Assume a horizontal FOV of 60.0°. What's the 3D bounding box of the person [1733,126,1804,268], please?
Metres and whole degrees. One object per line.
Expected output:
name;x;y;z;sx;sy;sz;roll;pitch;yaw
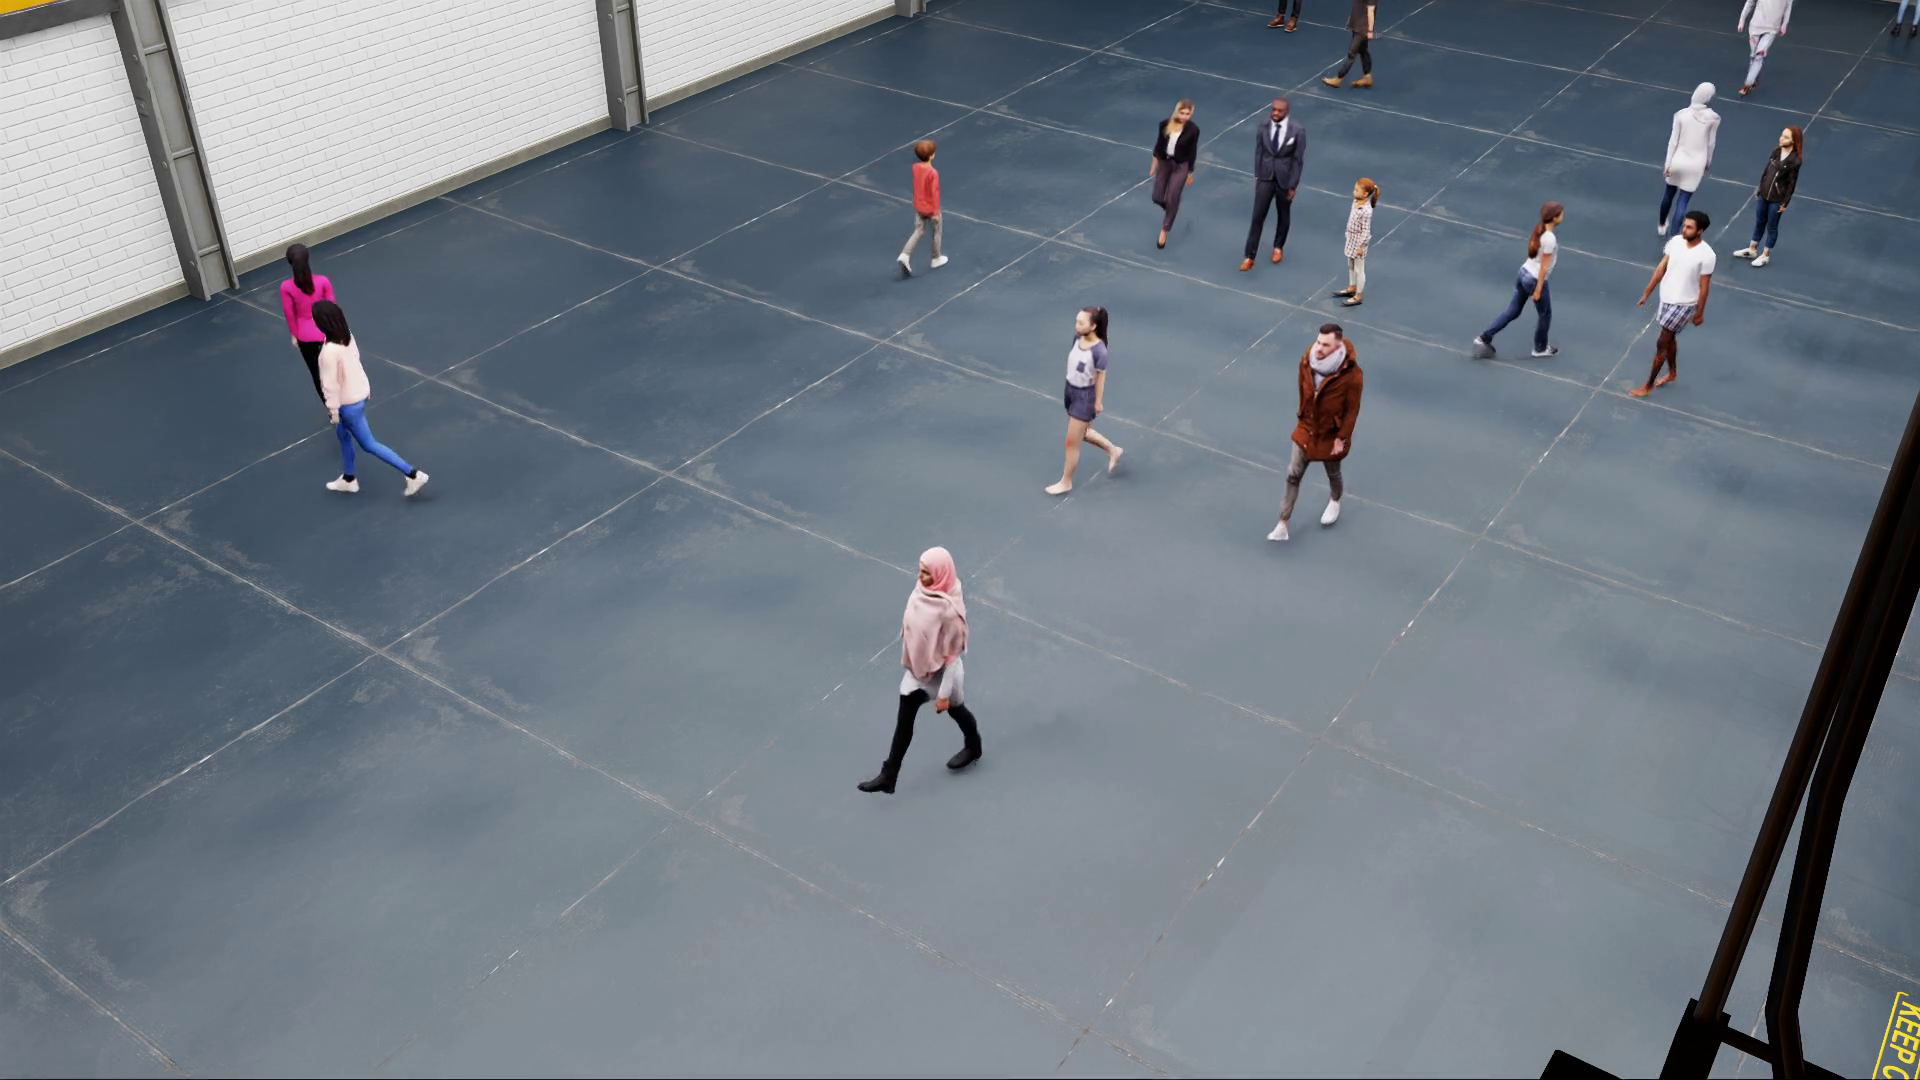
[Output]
person;8.438;-3.574;17.213;0.675;1.483;0.643;-11;35;-16

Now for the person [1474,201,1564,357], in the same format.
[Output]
person;5.229;-2.379;15.377;1.050;1.526;1.011;-6;34;-8

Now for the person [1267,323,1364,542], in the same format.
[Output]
person;2.850;-0.849;12.842;0.686;1.782;1.110;22;39;29

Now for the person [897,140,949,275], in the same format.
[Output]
person;-0.388;-3.390;17.014;0.602;1.397;0.894;28;43;35

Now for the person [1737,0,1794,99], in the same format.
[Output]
person;10.478;-6.690;21.615;0.773;1.800;1.102;25;41;32

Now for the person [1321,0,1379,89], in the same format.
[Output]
person;5.354;-6.757;21.819;1.038;1.685;1.027;-1;34;-2

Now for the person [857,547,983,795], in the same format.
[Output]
person;-0.066;0.809;10.378;1.241;1.751;0.935;-21;39;-28

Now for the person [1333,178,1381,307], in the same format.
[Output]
person;3.949;-2.970;16.461;0.660;1.310;0.598;-5;34;-8

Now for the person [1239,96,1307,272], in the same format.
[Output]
person;3.292;-3.708;17.136;0.822;1.791;1.137;14;36;20

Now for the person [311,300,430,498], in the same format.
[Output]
person;-4.749;-1.083;13.239;1.099;1.734;1.171;1;34;1

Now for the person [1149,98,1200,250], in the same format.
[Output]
person;2.269;-3.897;17.557;0.749;1.640;0.851;16;37;23

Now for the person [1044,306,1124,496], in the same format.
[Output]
person;1.055;-1.148;13.433;1.068;1.627;0.928;-12;36;-18

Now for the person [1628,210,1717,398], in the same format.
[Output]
person;6.470;-2.133;14.843;1.021;1.707;0.922;-12;35;-17

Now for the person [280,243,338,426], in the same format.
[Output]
person;-5.493;-1.706;14.218;0.817;1.688;0.844;-13;36;-19

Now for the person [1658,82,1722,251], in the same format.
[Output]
person;7.603;-3.864;17.418;0.663;1.739;1.090;17;37;24

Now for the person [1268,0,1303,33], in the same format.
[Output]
person;4.806;-8.324;24.014;0.616;1.866;0.701;-28;43;-35
